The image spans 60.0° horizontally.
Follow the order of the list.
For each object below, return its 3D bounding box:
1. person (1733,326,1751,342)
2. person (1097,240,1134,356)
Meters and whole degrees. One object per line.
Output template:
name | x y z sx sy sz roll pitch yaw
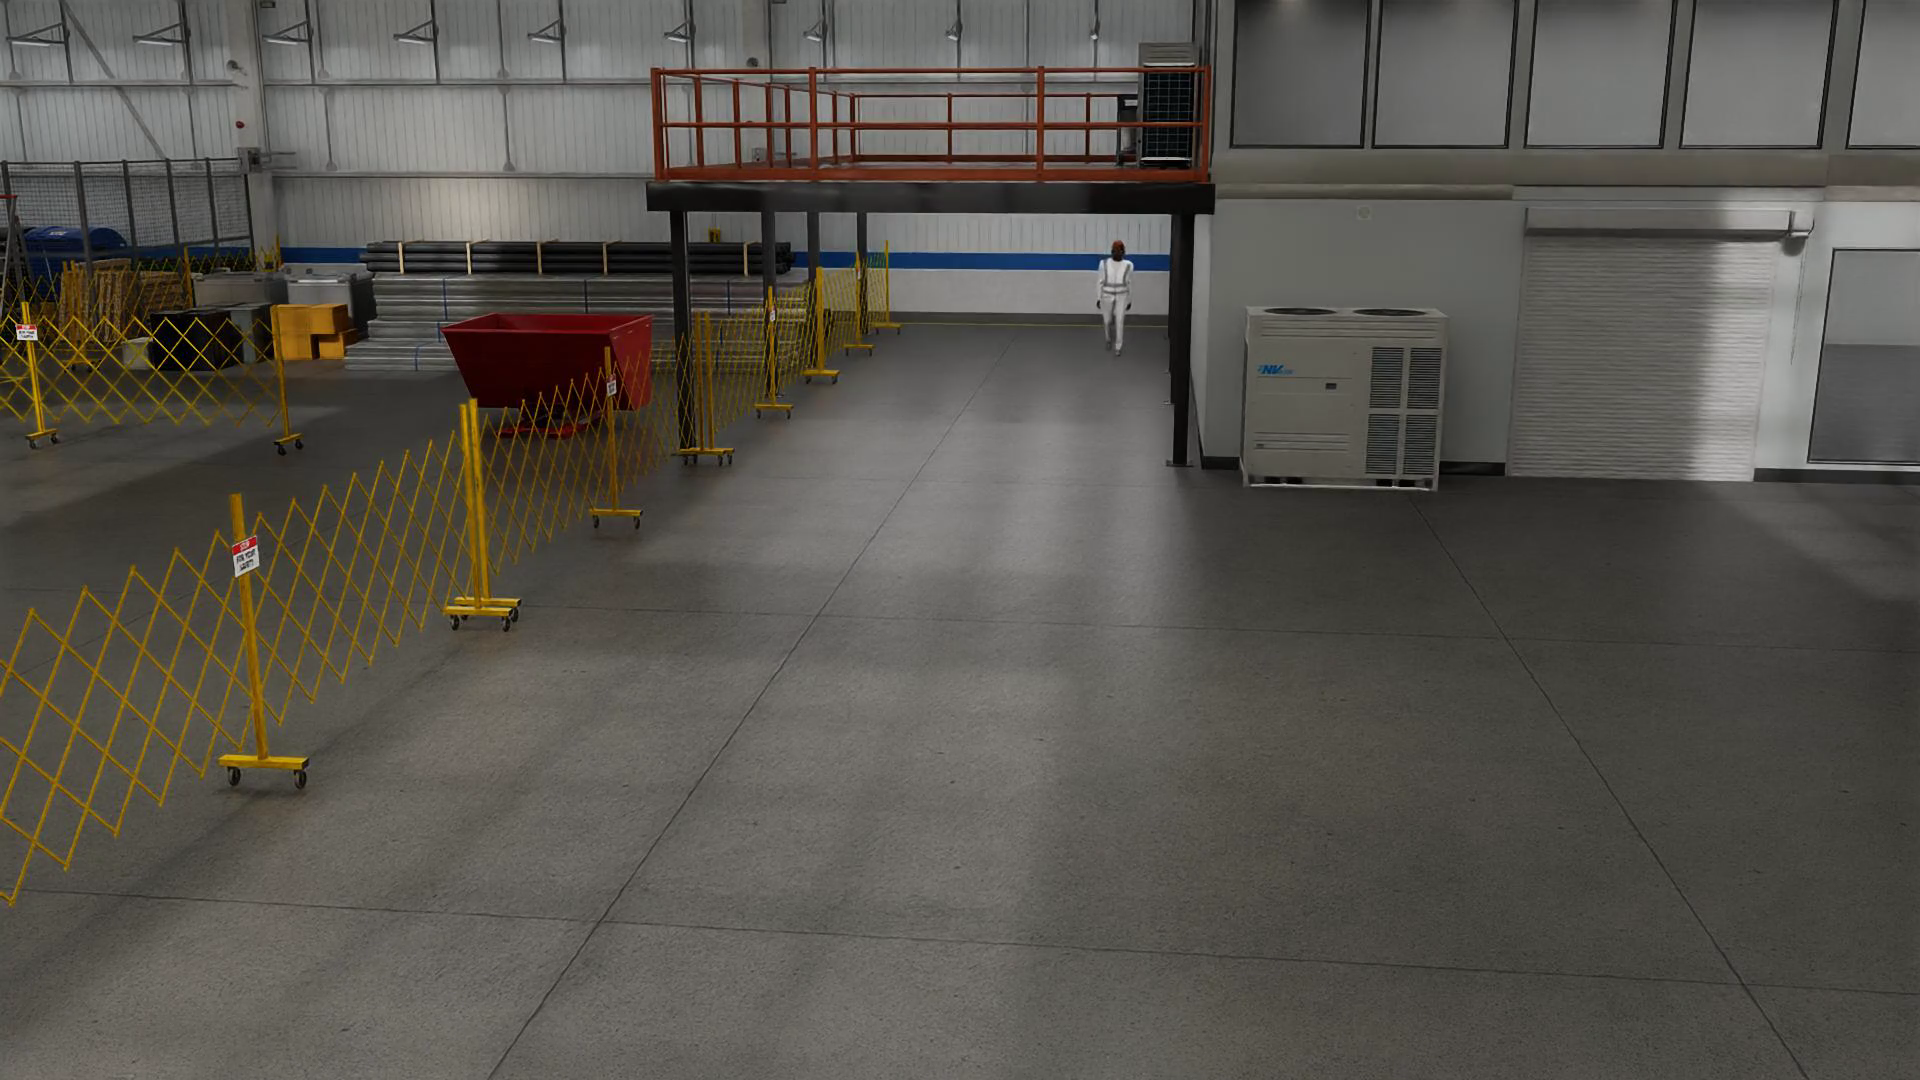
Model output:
person | 12.793 -3.975 27.131 0.536 1.869 0.312 6 15 25
person | 2.525 -3.937 27.023 0.585 1.858 0.740 2 14 7
